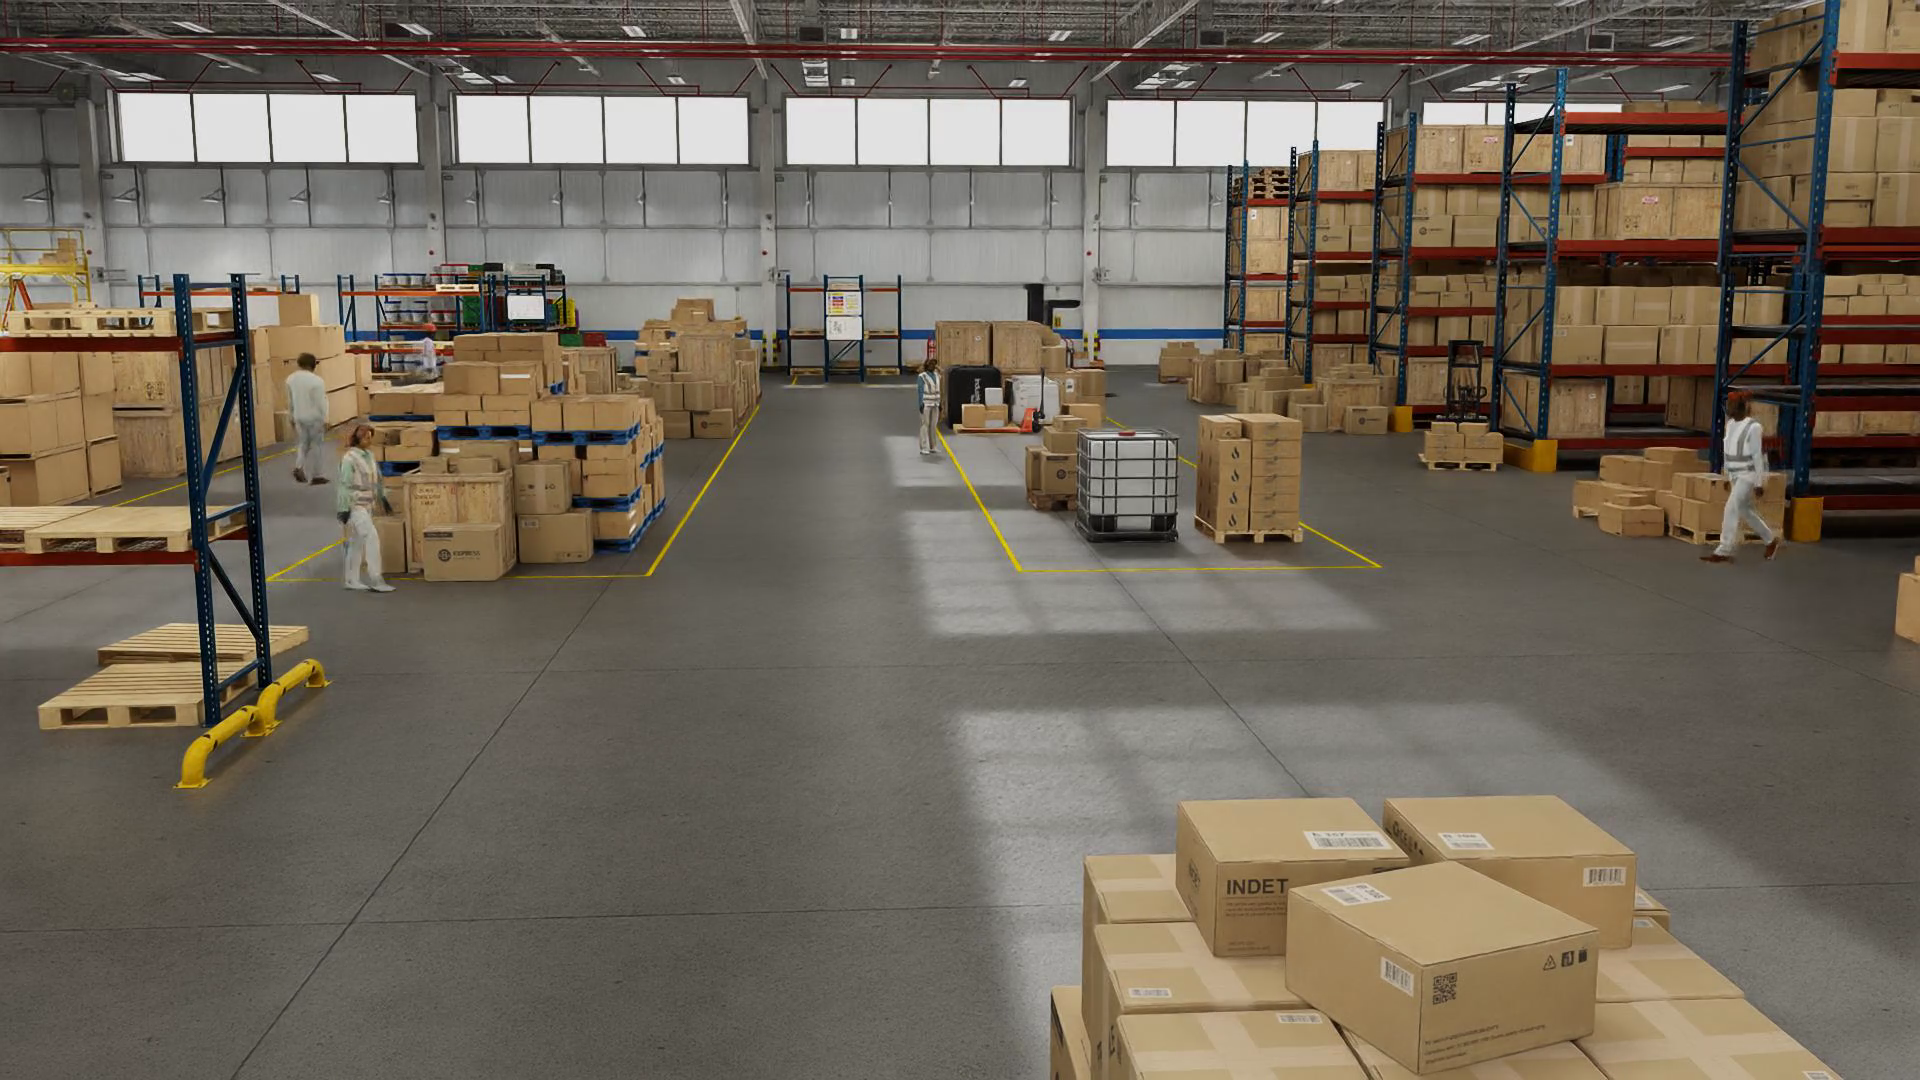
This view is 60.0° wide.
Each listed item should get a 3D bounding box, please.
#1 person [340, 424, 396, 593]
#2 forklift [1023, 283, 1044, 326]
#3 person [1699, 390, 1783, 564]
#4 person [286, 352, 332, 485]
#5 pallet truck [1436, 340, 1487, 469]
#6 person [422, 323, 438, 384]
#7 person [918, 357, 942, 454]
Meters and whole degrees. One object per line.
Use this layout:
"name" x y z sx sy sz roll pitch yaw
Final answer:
"person" -5.624 -0.295 15.869 0.701 1.610 0.513 1 9 5
"forklift" 1.786 -4.779 40.038 1.873 2.768 1.129 -1 9 -4
"person" 8.280 -0.658 17.436 0.900 1.849 0.625 0 9 -3
"person" -9.369 -1.740 23.951 0.656 1.924 0.417 4 10 21
"pallet truck" 8.004 -2.170 26.422 0.823 1.965 1.885 2 9 14
"person" -12.433 -4.095 38.785 0.749 1.918 0.550 -4 10 -23
"person" -0.506 -2.271 28.183 0.307 1.636 0.525 8 12 43
